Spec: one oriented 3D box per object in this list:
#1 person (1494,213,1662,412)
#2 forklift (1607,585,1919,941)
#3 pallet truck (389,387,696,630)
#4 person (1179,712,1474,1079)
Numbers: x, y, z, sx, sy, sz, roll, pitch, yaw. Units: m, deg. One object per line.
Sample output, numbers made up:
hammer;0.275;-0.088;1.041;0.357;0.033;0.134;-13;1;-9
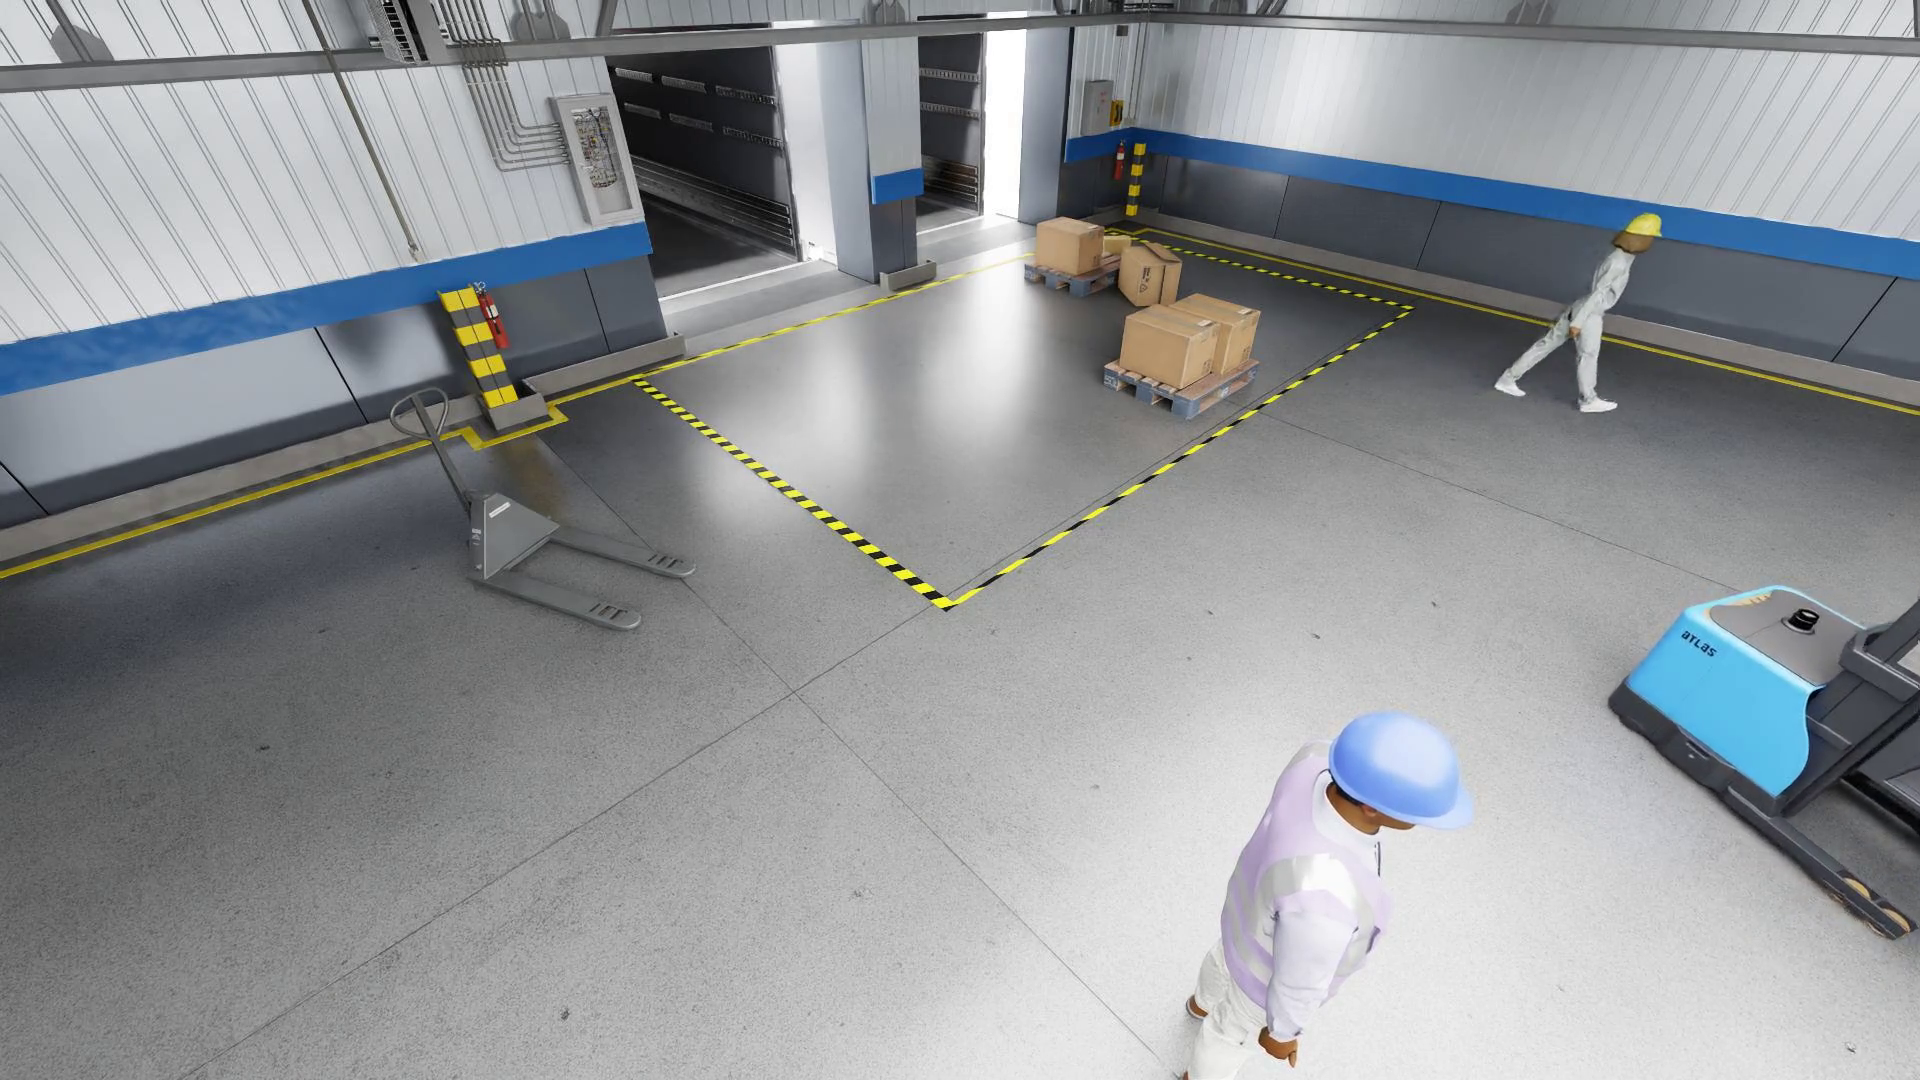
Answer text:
person;5.592;-1.974;6.447;0.940;1.688;0.501;20;42;24
forklift;4.007;0.329;3.192;0.716;2.013;0.776;-10;39;-13
pallet truck;-2.613;-0.247;4.593;1.601;1.201;0.680;14;40;17
person;0.959;1.176;2.172;0.383;1.948;0.604;14;40;17
